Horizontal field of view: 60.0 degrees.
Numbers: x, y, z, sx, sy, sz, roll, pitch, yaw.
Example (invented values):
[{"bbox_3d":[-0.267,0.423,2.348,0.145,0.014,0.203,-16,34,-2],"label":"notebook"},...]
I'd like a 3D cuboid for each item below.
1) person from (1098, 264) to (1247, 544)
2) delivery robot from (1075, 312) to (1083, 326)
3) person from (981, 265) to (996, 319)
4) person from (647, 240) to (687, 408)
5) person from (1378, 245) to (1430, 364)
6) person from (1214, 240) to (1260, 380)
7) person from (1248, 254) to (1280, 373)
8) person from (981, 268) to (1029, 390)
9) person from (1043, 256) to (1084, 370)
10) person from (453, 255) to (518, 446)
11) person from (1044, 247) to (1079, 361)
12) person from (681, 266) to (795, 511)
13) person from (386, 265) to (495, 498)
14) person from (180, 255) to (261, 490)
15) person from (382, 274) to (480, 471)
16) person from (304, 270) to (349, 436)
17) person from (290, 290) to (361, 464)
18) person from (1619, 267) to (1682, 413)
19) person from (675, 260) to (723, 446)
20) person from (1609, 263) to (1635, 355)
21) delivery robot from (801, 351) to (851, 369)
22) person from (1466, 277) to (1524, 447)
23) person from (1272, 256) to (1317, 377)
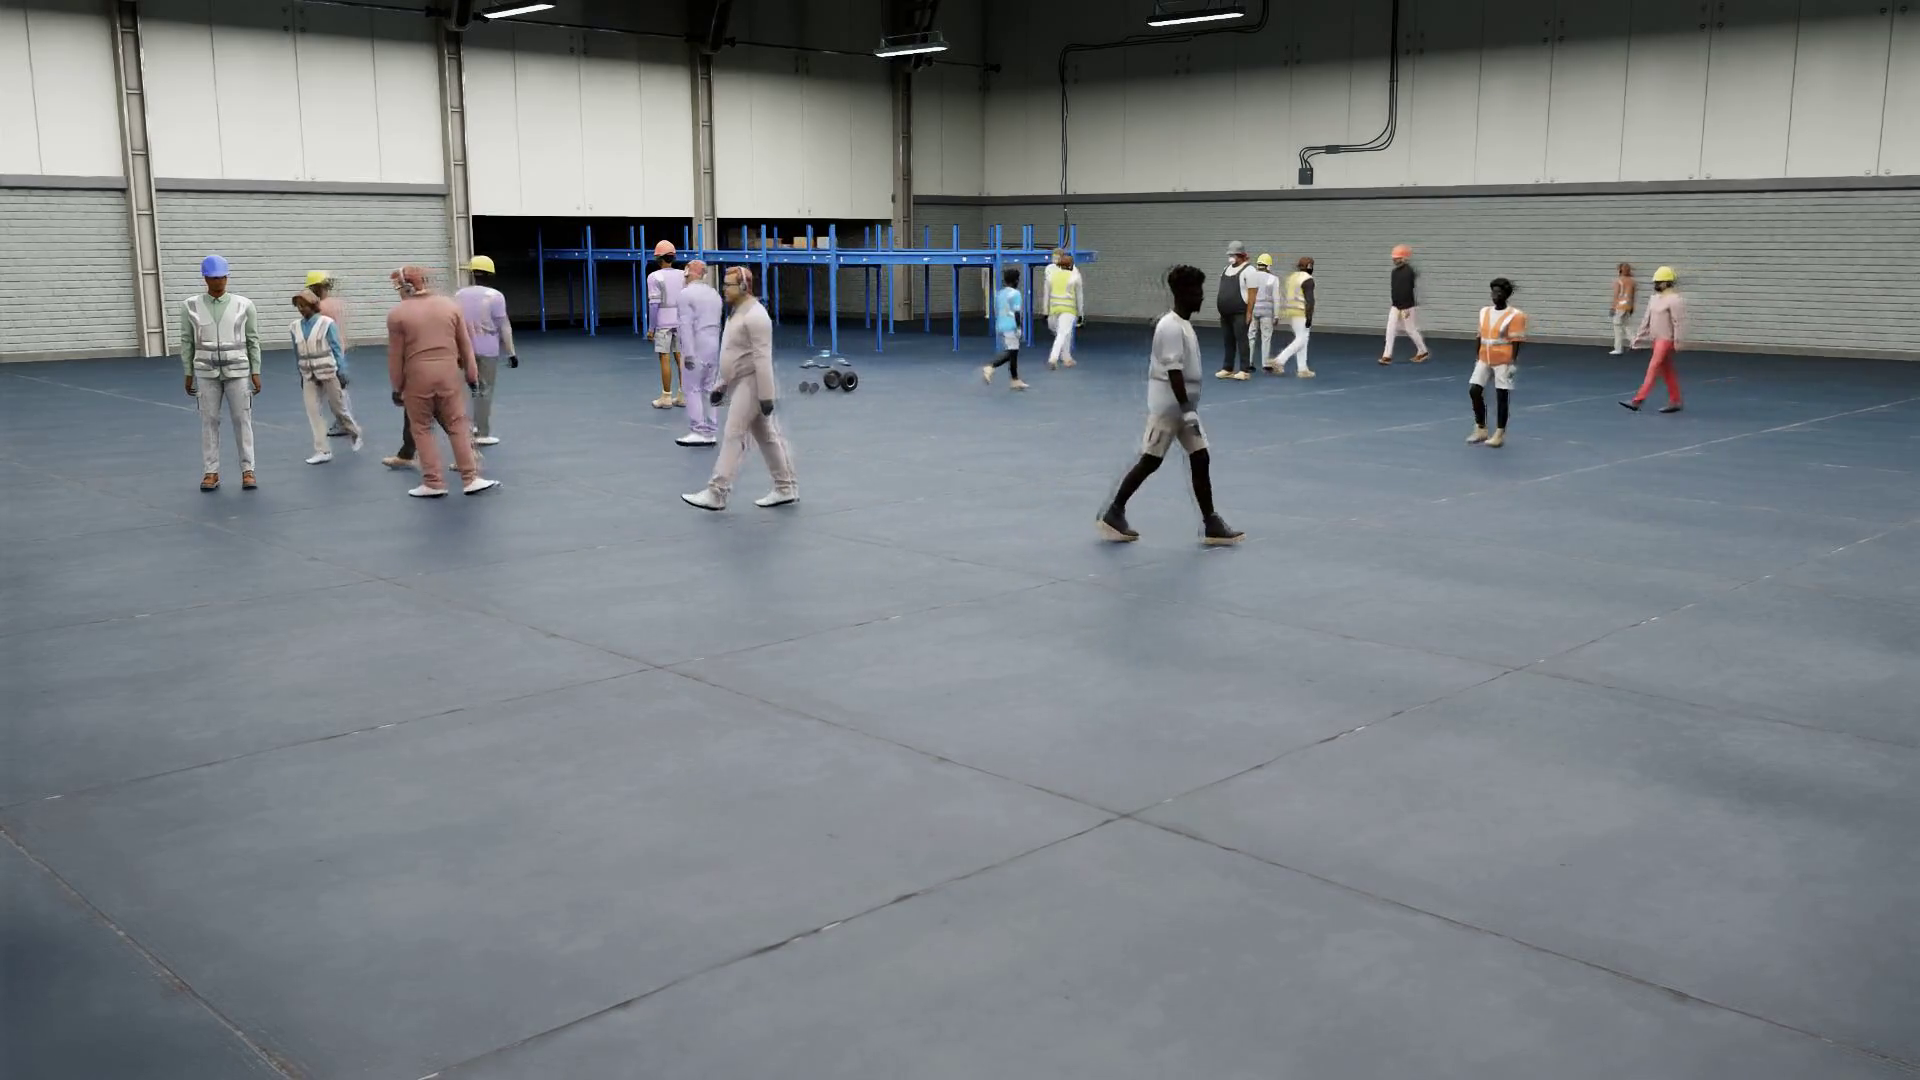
[{"bbox_3d":[1.448,-0.929,11.457,1.016,1.925,0.625,5,11,23],"label":"person"},{"bbox_3d":[2.562,-5.053,37.499,0.477,0.478,0.707,-1,11,-6],"label":"delivery robot"},{"bbox_3d":[0.794,-6.474,42.440,0.501,1.633,0.283,0,10,-2],"label":"person"},{"bbox_3d":[-3.608,-2.658,20.517,0.374,2.044,0.605,9,14,41],"label":"person"},{"bbox_3d":[7.370,-3.888,27.493,0.909,1.958,0.615,-5,11,-24],"label":"person"},{"bbox_3d":[4.050,-3.384,24.595,0.537,2.000,0.688,-7,12,-32],"label":"person"},{"bbox_3d":[4.680,-3.510,25.765,0.589,1.825,0.403,6,12,32],"label":"person"},{"bbox_3d":[0.605,-2.875,22.713,0.692,1.660,0.571,-4,11,-22],"label":"person"},{"bbox_3d":[1.626,-3.640,26.582,0.645,1.792,0.986,7,13,34],"label":"person"},{"bbox_3d":[-4.811,-1.920,16.871,0.585,1.901,0.531,5,12,26],"label":"person"},{"bbox_3d":[1.742,-4.015,28.252,0.656,1.921,0.524,6,12,31],"label":"person"},{"bbox_3d":[-1.718,-1.160,12.825,0.973,1.862,0.647,-3,11,-18],"label":"person"},{"bbox_3d":[-4.255,-1.294,13.565,0.802,1.870,0.444,-8,13,-36],"label":"person"},{"bbox_3d":[-6.175,-1.400,13.916,0.614,1.945,0.394,-3,11,-18],"label":"person"},{"bbox_3d":[-4.805,-1.533,15.094,0.939,1.806,0.540,0,10,2],"label":"person"},{"bbox_3d":[-6.677,-1.975,17.584,0.423,1.739,0.554,-2,11,-10],"label":"person"},{"bbox_3d":[-5.977,-1.556,15.706,0.542,1.609,0.709,3,11,15],"label":"person"},{"bbox_3d":[8.288,-2.374,19.847,0.912,1.723,0.532,-1,10,-7],"label":"person"},{"bbox_3d":[-2.641,-1.889,16.824,0.475,1.865,0.725,5,12,27],"label":"person"},{"bbox_3d":[11.764,-4.107,29.561,0.516,1.627,0.377,-6,12,-32],"label":"person"},{"bbox_3d":[-1.829,-2.476,22.736,0.698,0.223,0.335,-8,13,-36],"label":"delivery robot"},{"bbox_3d":[5.323,-1.770,16.608,0.484,1.685,0.555,-7,13,-35],"label":"person"},{"bbox_3d":[5.016,-3.349,24.966,0.693,1.797,0.699,-3,11,-16],"label":"person"}]
